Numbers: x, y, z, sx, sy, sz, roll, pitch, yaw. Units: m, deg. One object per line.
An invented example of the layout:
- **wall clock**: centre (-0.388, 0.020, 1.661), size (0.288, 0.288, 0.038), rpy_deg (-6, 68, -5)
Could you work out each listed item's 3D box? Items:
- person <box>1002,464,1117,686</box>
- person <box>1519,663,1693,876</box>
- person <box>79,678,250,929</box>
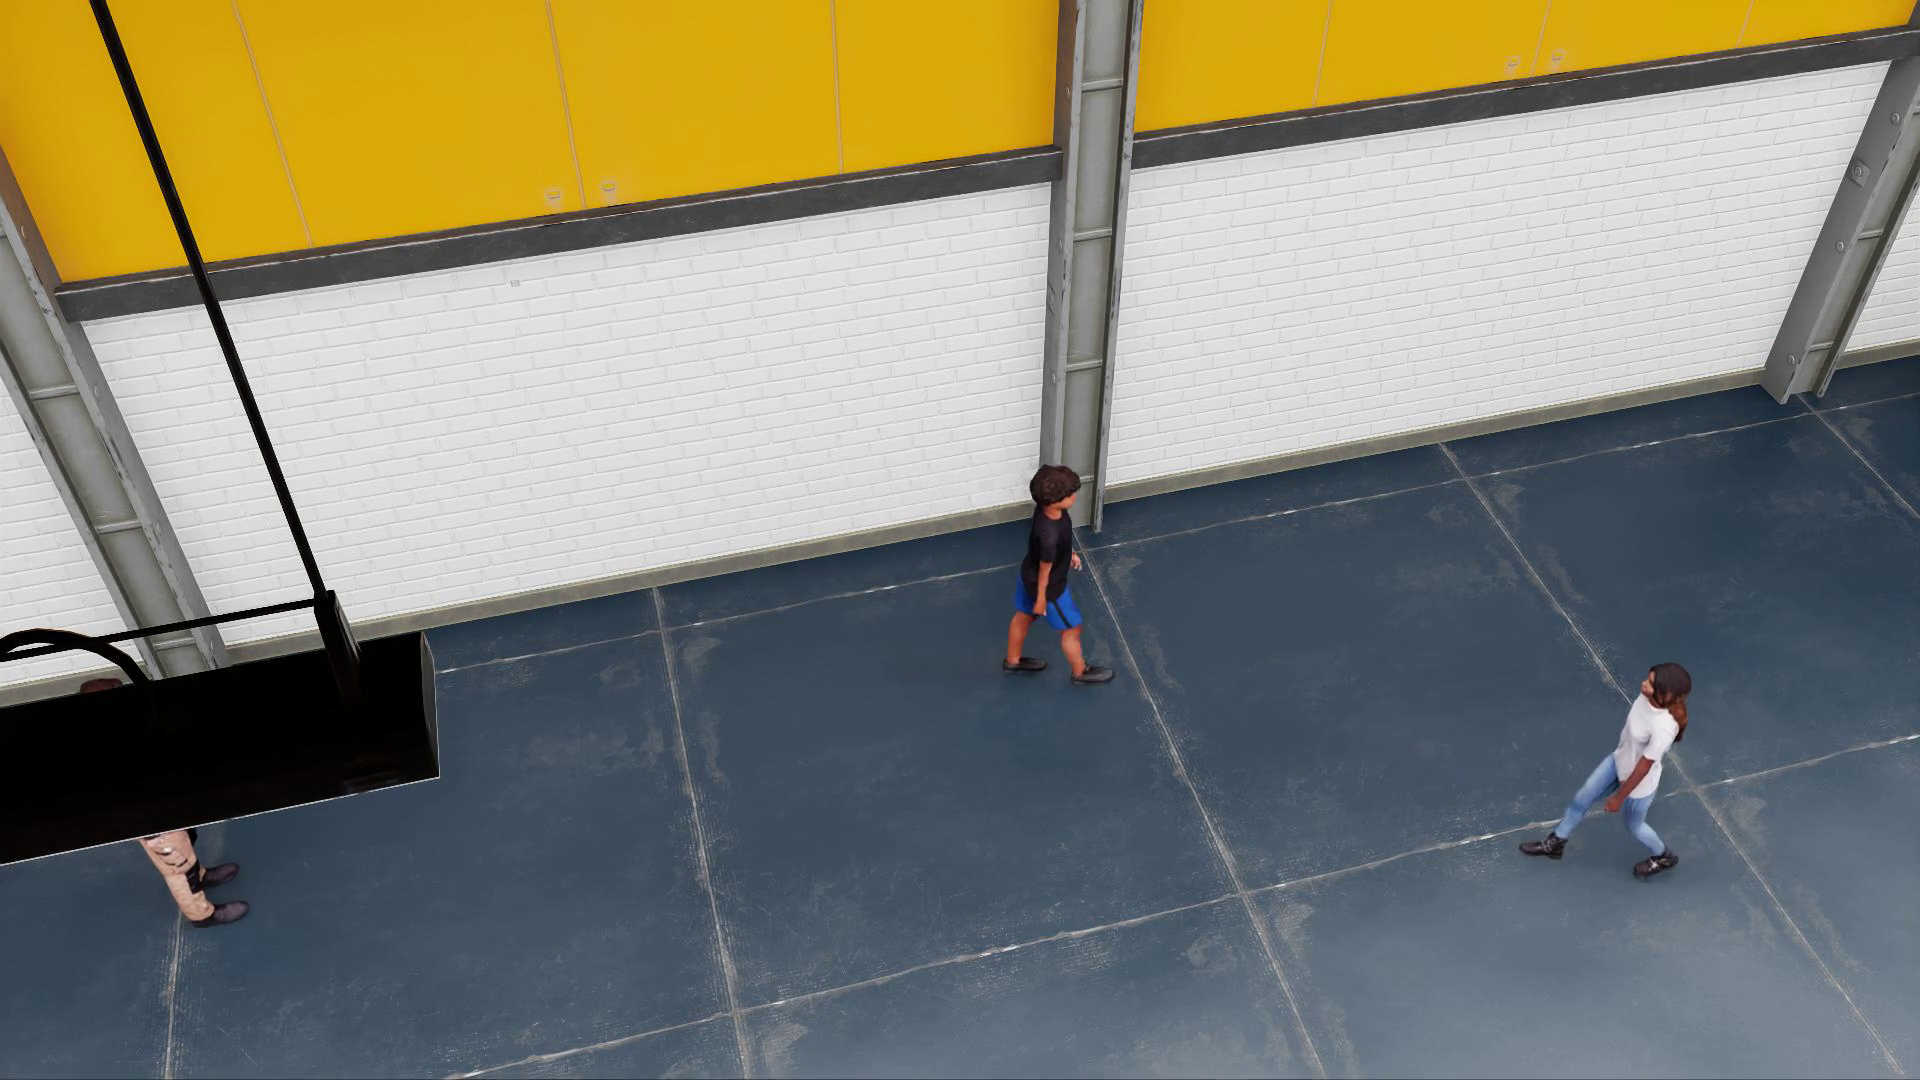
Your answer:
- **person**: centre (0.448, 0.238, 10.388), size (1.020, 1.767, 0.758), rpy_deg (-2, 44, -2)
- **person**: centre (3.827, 1.342, 9.288), size (1.184, 1.686, 0.843), rpy_deg (2, 44, 3)
- **person**: centre (-4.386, 1.423, 9.033), size (0.659, 1.922, 0.743), rpy_deg (-18, 47, -18)
